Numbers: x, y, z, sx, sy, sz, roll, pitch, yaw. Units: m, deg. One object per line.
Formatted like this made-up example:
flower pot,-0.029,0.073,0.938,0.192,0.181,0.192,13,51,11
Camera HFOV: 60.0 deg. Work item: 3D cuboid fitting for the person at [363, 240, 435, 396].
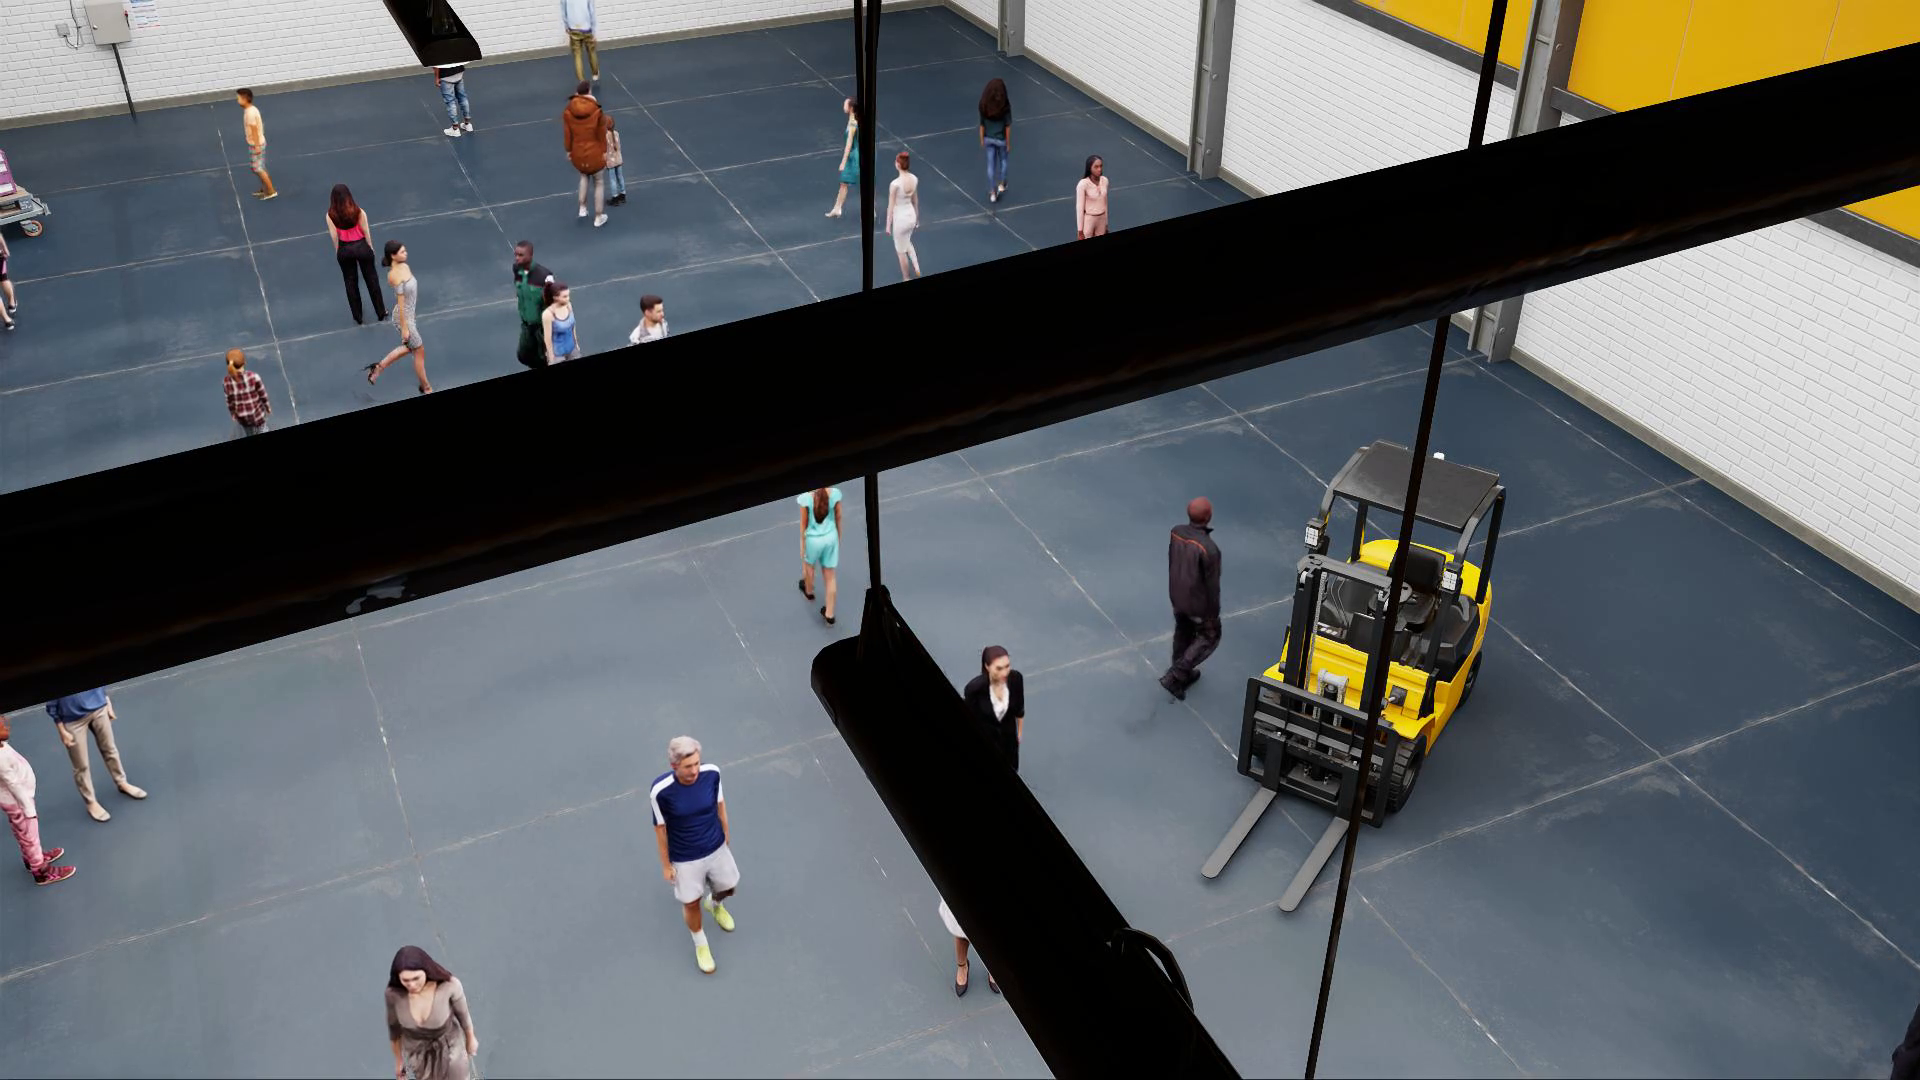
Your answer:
person,-5.818,-2.237,17.184,0.892,1.798,1.001,-2,34,-3

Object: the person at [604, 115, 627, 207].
person,-4.573,-5.000,21.885,0.575,1.194,0.552,22,39,29

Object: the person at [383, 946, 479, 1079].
person,-2.999,2.872,9.553,0.681,1.734,0.698,-3,34,-4

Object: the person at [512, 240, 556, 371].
person,-4.291,-2.290,17.240,0.814,1.823,0.901,18,37,24

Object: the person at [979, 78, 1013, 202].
person,0.454,-5.243,21.879,0.826,1.604,0.913,6,34,9

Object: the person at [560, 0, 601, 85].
person,-5.833,-7.755,25.516,0.951,1.763,1.270,-3,34,-5

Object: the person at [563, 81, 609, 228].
person,-4.746,-4.886,21.152,0.833,1.814,0.858,4,34,6

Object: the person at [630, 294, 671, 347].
person,-3.001,-1.543,16.108,1.150,1.831,1.073,14,36,20

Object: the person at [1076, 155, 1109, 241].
person,1.529,-3.652,19.380,0.659,1.722,0.610,-23,40,-30

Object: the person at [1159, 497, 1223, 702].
person,1.765,0.499,13.055,0.857,1.811,0.824,-23,40,-30

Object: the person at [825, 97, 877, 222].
person,-1.249,-4.795,21.157,0.866,1.658,0.927,-1,34,-1

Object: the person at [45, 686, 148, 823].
person,-6.334,1.272,11.994,0.739,1.698,0.710,18,38,25

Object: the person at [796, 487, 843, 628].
person,-1.147,0.043,13.989,0.606,1.535,0.886,-11,35,-16

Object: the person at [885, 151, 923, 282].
person,-0.588,-3.636,19.298,0.782,1.786,0.702,27,42,34

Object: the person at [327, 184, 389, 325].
person,-6.846,-3.249,18.829,0.611,1.660,0.564,-9,35,-13

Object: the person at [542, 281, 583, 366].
person,-4.082,-1.916,16.886,0.790,1.592,0.741,21,39,28

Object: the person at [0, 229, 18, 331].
person,-10.927,-3.186,18.647,0.630,1.757,0.937,-14,36,-20

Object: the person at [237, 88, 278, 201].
person,-9.283,-5.263,22.042,0.631,1.458,0.496,-13,36,-18

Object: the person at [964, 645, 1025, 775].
person,0.209,1.374,11.886,0.638,1.647,0.832,-11,35,-16

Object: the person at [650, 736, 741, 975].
person,-1.749,1.968,10.827,0.682,1.830,0.759,-17,37,-24

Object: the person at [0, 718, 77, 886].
person,-6.532,1.763,11.485,0.655,1.443,0.515,-26,41,-33

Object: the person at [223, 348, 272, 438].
person,-6.886,-1.224,16.115,0.609,1.293,0.831,-9,35,-14
